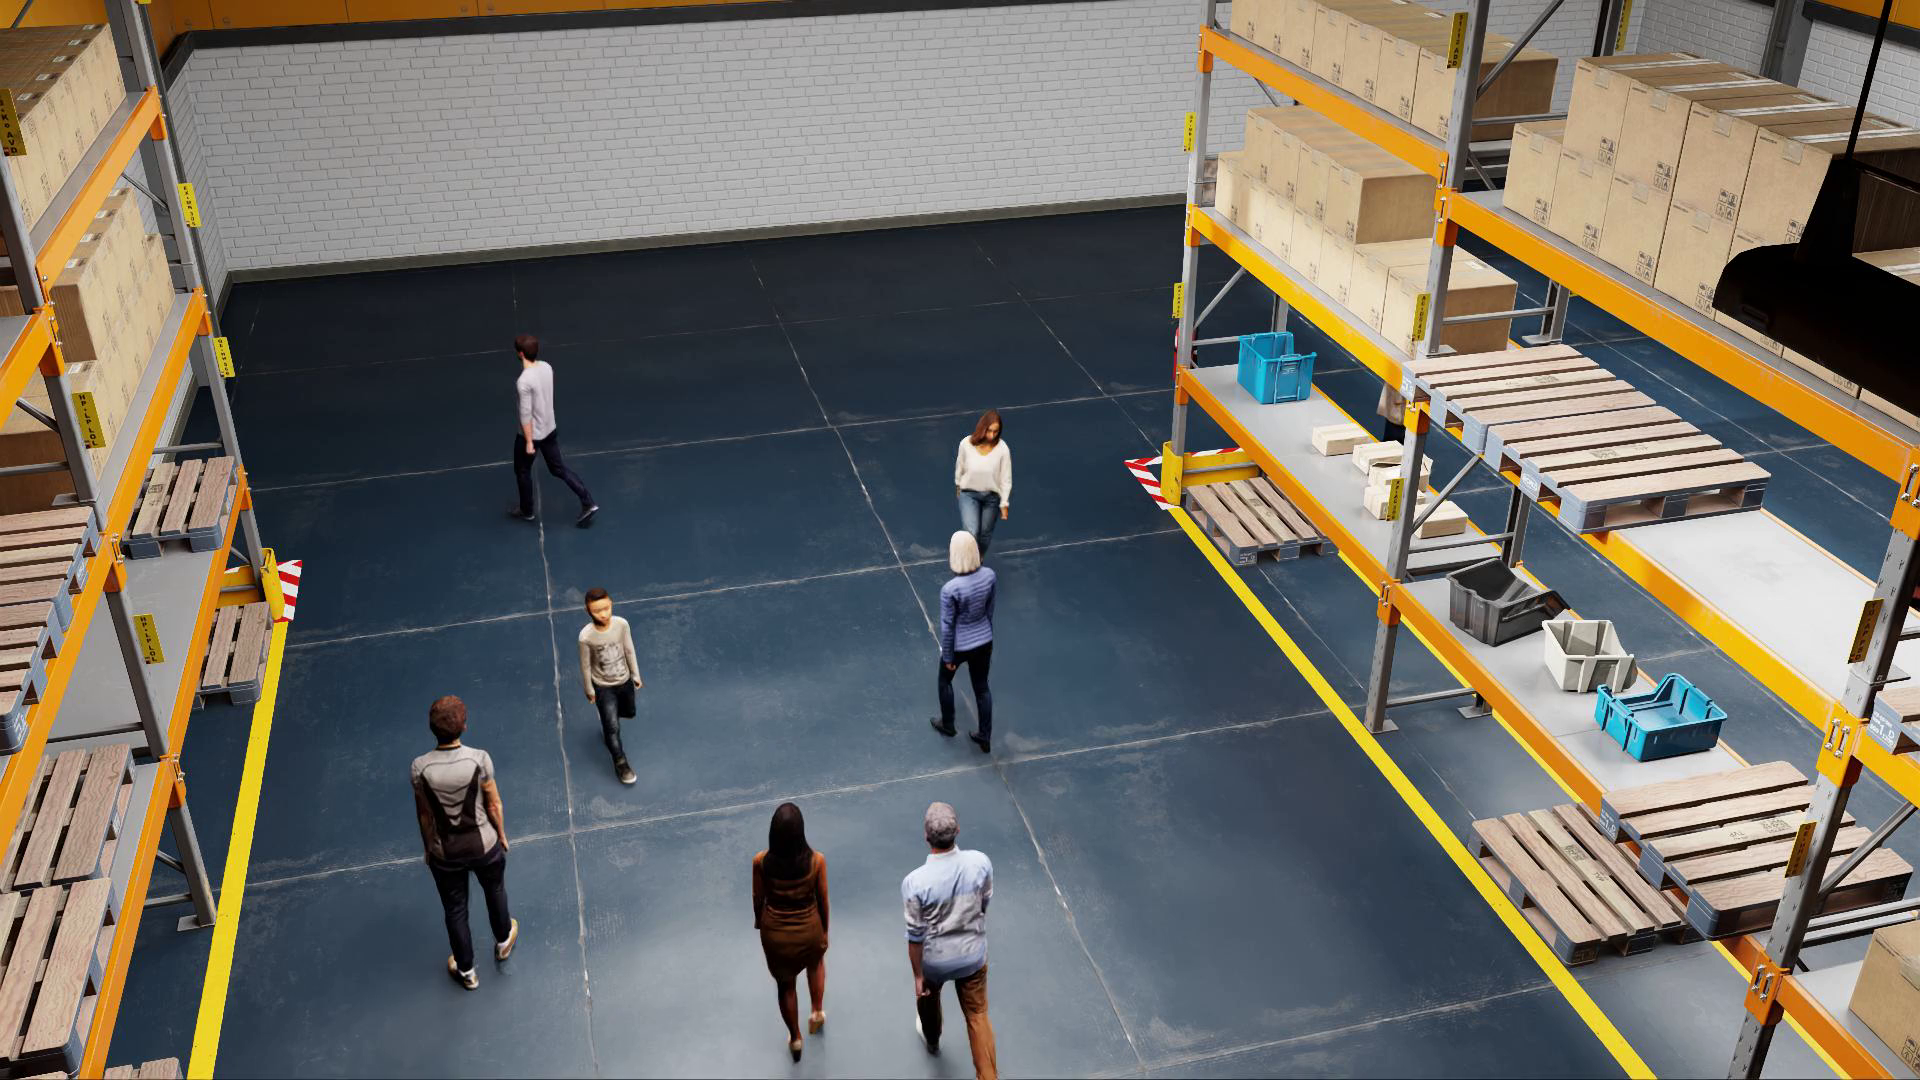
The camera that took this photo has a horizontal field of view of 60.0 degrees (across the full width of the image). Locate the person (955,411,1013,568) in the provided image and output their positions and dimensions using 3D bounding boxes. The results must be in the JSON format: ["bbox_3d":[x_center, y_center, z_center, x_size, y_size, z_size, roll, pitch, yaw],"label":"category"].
[{"bbox_3d":[0.166,-0.388,13.908,0.767,1.641,0.841,6,29,11],"label":"person"}]

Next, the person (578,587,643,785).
[{"bbox_3d":[-2.460,0.959,11.637,0.766,1.451,0.953,-21,35,-33],"label":"person"}]

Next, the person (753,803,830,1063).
[{"bbox_3d":[-0.914,2.204,9.117,0.597,1.676,0.625,-5,29,-8],"label":"person"}]

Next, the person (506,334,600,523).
[{"bbox_3d":[-3.660,-0.938,14.741,1.178,1.809,1.201,11,31,19],"label":"person"}]

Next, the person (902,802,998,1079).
[{"bbox_3d":[-0.009,2.263,8.896,0.683,1.787,1.153,-8,30,-14],"label":"person"}]

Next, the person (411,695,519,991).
[{"bbox_3d":[-2.876,1.792,9.664,0.637,1.877,0.698,-11,31,-20],"label":"person"}]

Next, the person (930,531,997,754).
[{"bbox_3d":[0.105,0.758,11.719,0.767,1.724,0.855,-15,32,-25],"label":"person"}]
